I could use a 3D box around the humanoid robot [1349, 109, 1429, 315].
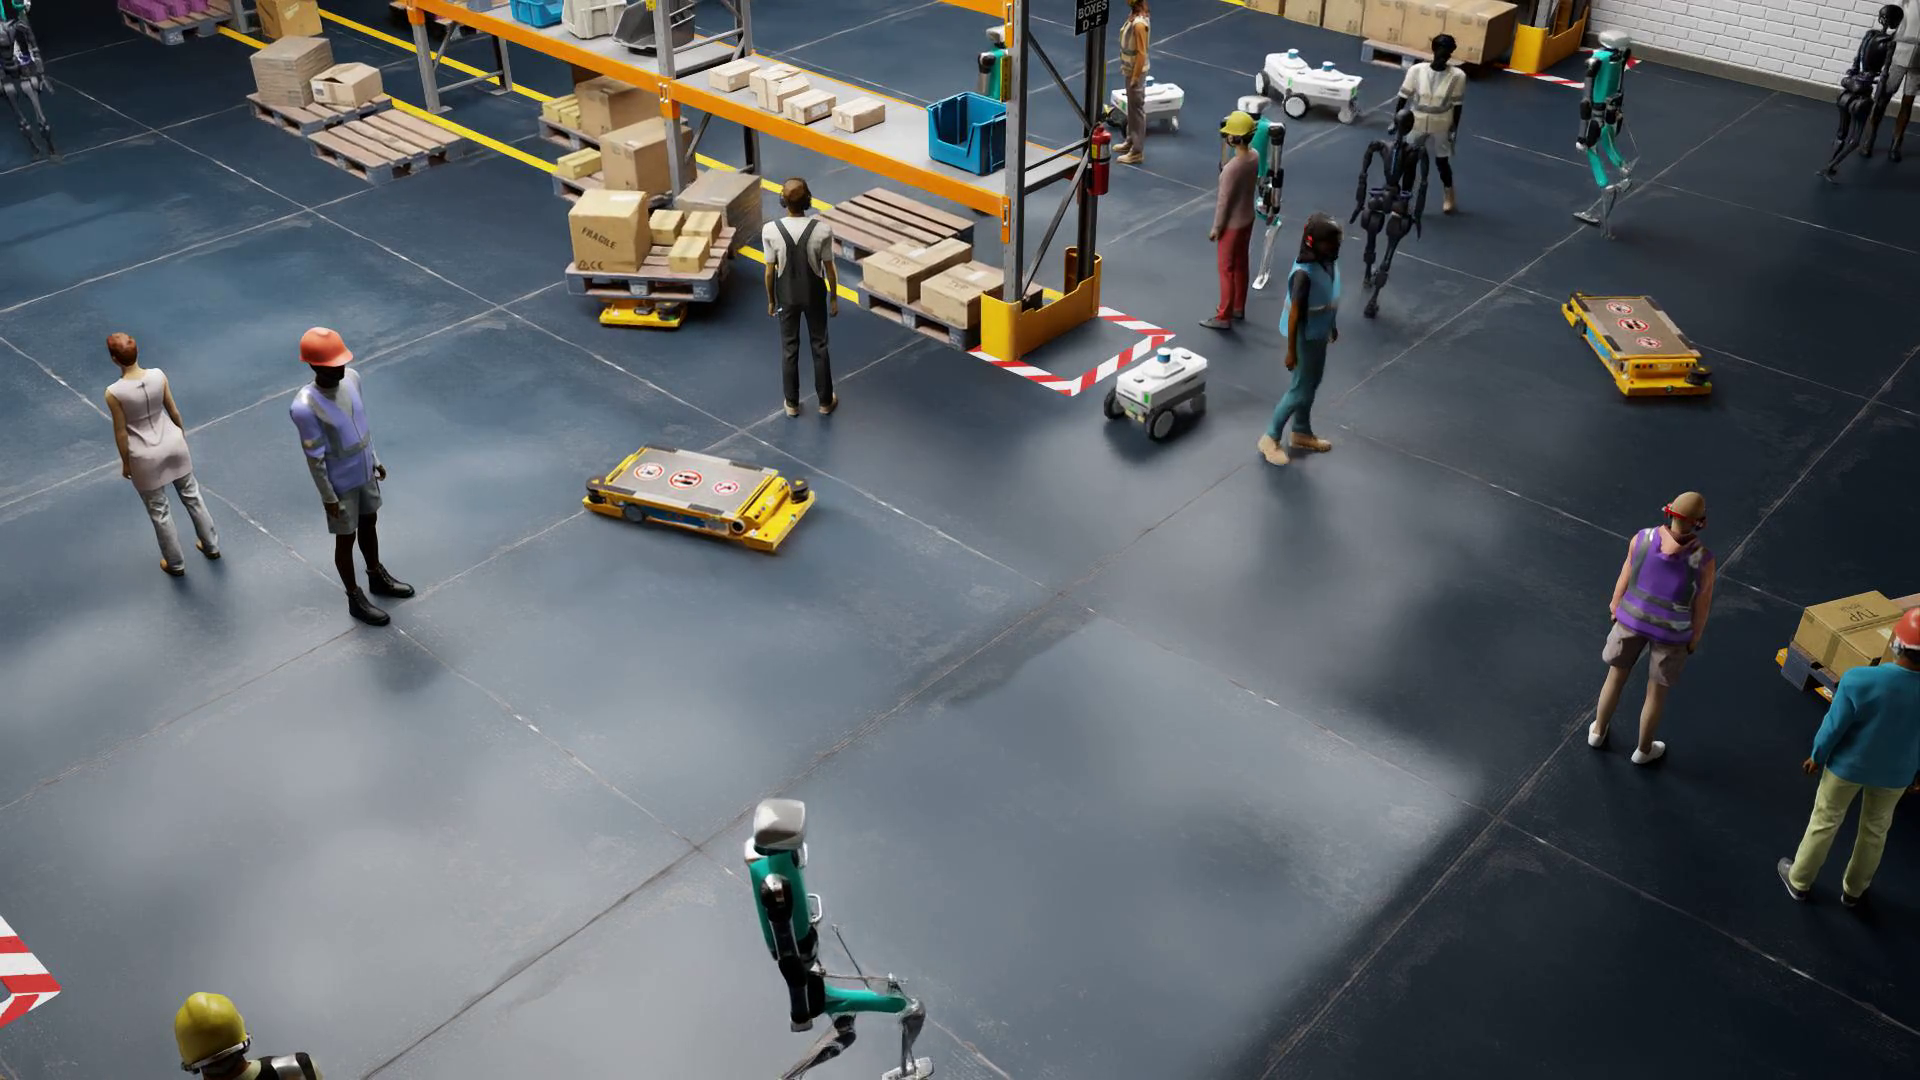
[{"bbox_3d":[3.489,-2.705,13.519,0.594,1.620,0.775,13,37,18],"label":"humanoid robot"}]

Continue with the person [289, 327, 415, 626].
[{"bbox_3d":[-3.630,-0.396,9.915,0.366,1.939,0.542,11,36,15],"label":"person"}]

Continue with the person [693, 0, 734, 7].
[{"bbox_3d":[-3.032,-7.343,20.162,0.866,1.730,0.497,3,35,4],"label":"person"}]

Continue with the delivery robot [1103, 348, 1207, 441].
[{"bbox_3d":[1.459,-1.113,12.168,0.774,0.592,0.499,-27,43,-34],"label":"delivery robot"}]

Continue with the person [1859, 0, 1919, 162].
[{"bbox_3d":[9.150,-4.624,16.058,0.547,1.924,0.387,13,37,18],"label":"person"}]

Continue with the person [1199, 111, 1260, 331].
[{"bbox_3d":[2.153,-2.522,13.153,0.332,1.765,0.526,21,40,27],"label":"person"}]

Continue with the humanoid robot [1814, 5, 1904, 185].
[{"bbox_3d":[8.428,-4.199,15.660,0.466,1.646,0.593,-2,35,-3],"label":"humanoid robot"}]

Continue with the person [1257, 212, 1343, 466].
[{"bbox_3d":[2.393,-1.393,11.435,0.447,1.854,0.599,21,40,28],"label":"person"}]

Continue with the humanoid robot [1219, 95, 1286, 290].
[{"bbox_3d":[2.432,-2.834,13.646,0.568,1.777,0.890,18,38,24],"label":"humanoid robot"}]

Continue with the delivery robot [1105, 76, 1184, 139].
[{"bbox_3d":[1.883,-4.410,16.951,0.769,0.598,0.530,-12,36,-16],"label":"delivery robot"}]

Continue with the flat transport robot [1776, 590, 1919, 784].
[{"bbox_3d":[5.400,0.973,9.400,0.659,0.231,1.431,-11,36,-16],"label":"flat transport robot"}]

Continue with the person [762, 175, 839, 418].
[{"bbox_3d":[-1.129,-1.727,11.925,0.510,1.844,0.335,-1,35,-2],"label":"person"}]

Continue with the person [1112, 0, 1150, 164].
[{"bbox_3d":[1.662,-4.522,16.035,0.326,1.774,0.465,0,35,0],"label":"person"}]

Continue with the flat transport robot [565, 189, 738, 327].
[{"bbox_3d":[-2.527,-2.195,13.990,0.659,0.231,1.431,3,35,5],"label":"flat transport robot"}]

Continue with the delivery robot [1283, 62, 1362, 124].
[{"bbox_3d":[3.767,-4.675,17.348,0.790,0.614,0.499,14,37,20],"label":"delivery robot"}]

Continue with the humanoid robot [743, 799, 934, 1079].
[{"bbox_3d":[-0.460,1.776,6.999,1.035,1.776,0.547,-5,35,-8],"label":"humanoid robot"}]

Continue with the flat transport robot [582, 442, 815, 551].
[{"bbox_3d":[-1.769,-0.305,11.253,1.431,0.231,0.659,12,36,17],"label":"flat transport robot"}]

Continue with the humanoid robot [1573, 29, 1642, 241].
[{"bbox_3d":[5.796,-3.483,14.650,0.549,1.883,0.777,-24,41,-30],"label":"humanoid robot"}]

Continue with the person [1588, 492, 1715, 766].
[{"bbox_3d":[3.694,0.473,8.869,0.483,1.694,0.347,25,42,31],"label":"person"}]

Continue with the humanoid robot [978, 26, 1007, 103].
[{"bbox_3d":[0.198,-3.737,15.030,0.545,1.896,0.728,-29,44,-35],"label":"humanoid robot"}]

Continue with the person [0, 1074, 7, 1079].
[{"bbox_3d":[-3.337,2.473,6.001,0.337,1.659,0.483,-17,38,-23],"label":"person"}]

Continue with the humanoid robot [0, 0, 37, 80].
[{"bbox_3d":[-10.506,-6.039,18.288,0.536,1.776,0.953,-15,37,-21],"label":"humanoid robot"}]

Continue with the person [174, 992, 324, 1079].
[{"bbox_3d":[-2.528,2.325,6.081,0.595,1.821,0.403,-15,38,-21],"label":"person"}]

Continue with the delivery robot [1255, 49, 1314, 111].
[{"bbox_3d":[3.501,-4.905,17.677,0.499,0.608,0.811,-8,35,-11],"label":"delivery robot"}]

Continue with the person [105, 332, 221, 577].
[{"bbox_3d":[-5.011,-0.535,10.368,0.283,1.650,0.430,21,40,28],"label":"person"}]

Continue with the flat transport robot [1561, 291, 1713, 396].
[{"bbox_3d":[5.302,-1.557,13.066,0.659,0.231,1.431,-2,35,-2],"label":"flat transport robot"}]

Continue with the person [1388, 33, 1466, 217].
[{"bbox_3d":[4.221,-3.747,14.980,0.670,1.703,0.494,14,37,19],"label":"person"}]

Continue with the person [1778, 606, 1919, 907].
[{"bbox_3d":[4.376,1.047,7.987,0.573,1.747,0.336,8,35,11],"label":"person"}]

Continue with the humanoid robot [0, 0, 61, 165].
[{"bbox_3d":[-9.079,-4.426,15.989,0.596,1.641,0.494,-12,36,-17],"label":"humanoid robot"}]
